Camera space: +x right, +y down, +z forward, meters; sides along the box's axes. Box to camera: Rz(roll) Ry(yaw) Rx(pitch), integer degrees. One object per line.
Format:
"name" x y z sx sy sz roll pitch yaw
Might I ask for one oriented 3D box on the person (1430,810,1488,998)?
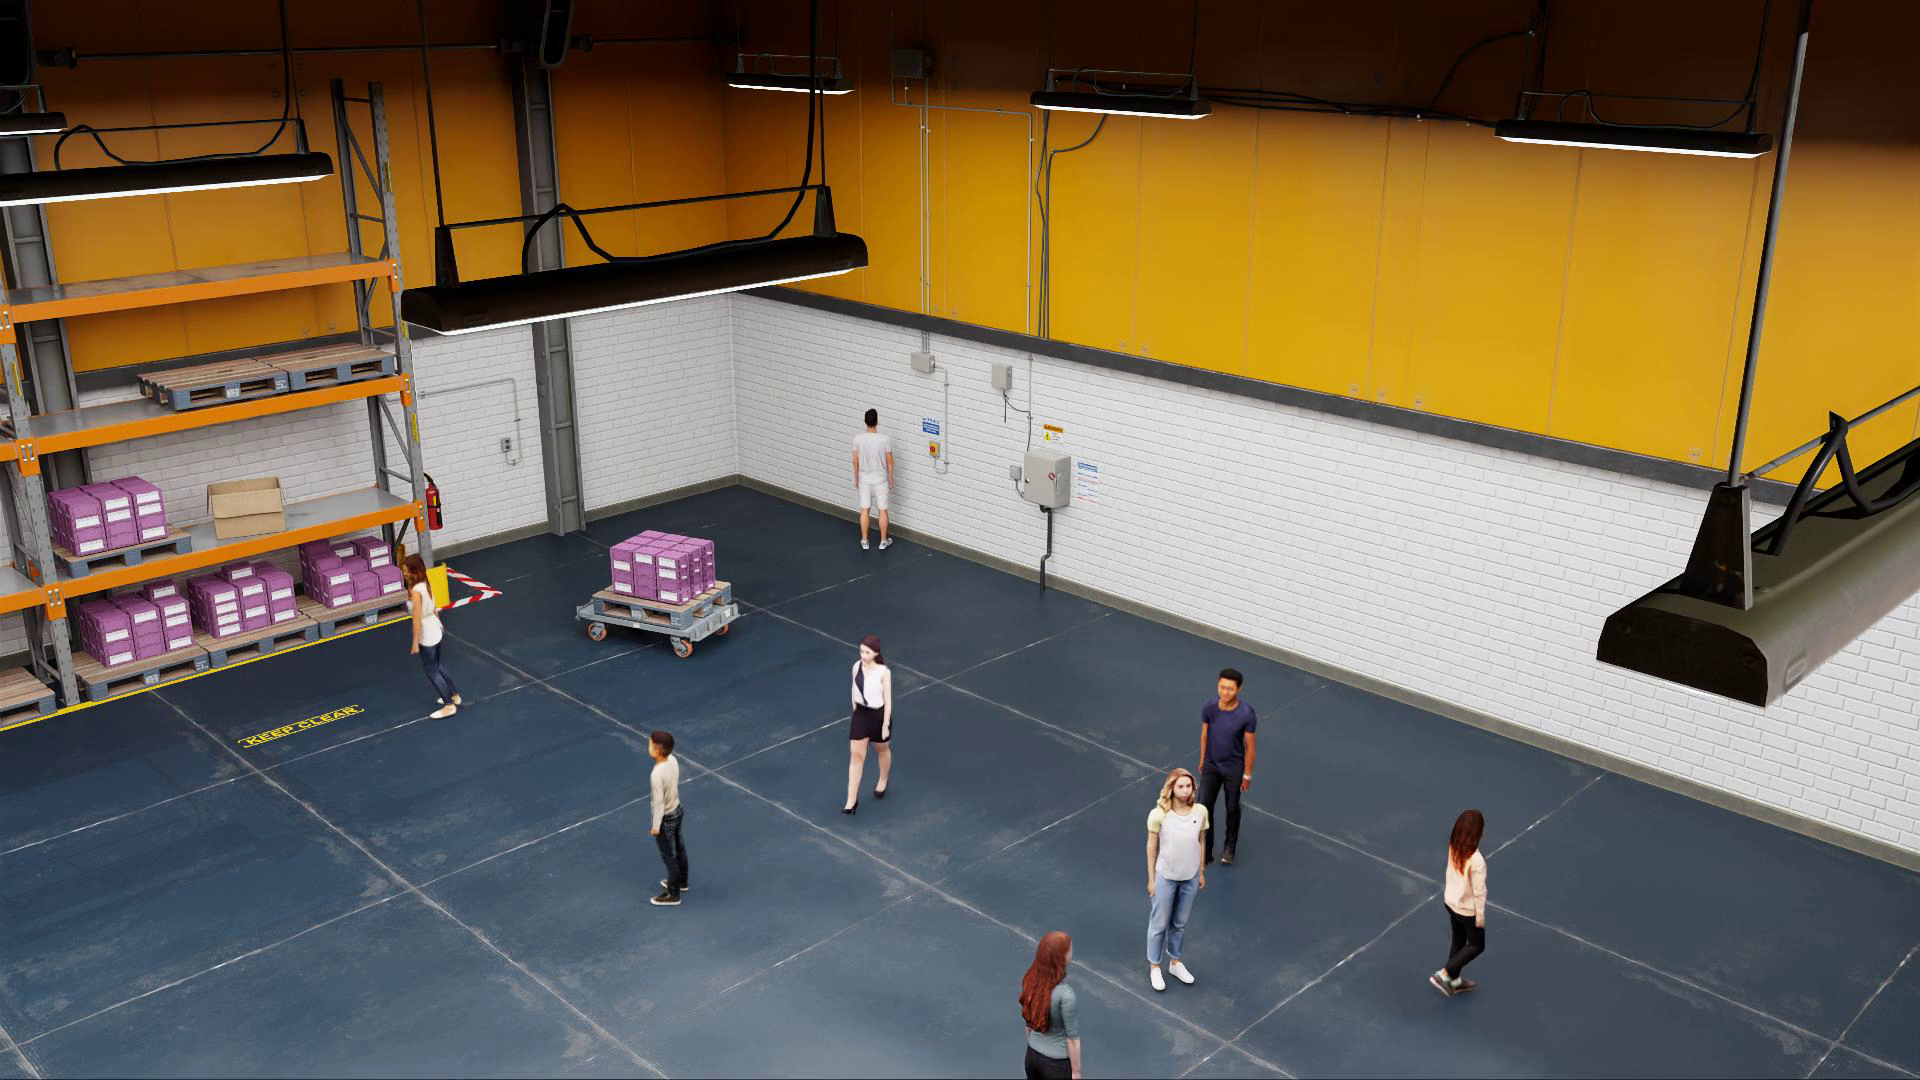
"person" 3.564 2.630 11.914 0.781 1.472 0.720 -5 19 -14

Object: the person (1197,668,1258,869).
"person" 2.234 1.847 13.767 0.785 1.773 0.876 10 21 28

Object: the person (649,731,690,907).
"person" -2.323 2.194 13.224 0.693 1.463 0.596 4 19 11

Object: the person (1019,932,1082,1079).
"person" 0.545 3.135 9.991 0.554 1.743 0.608 -14 23 -37

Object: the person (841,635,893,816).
"person" -0.734 1.591 14.775 0.836 1.614 1.097 8 20 22

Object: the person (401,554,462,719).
"person" -5.194 0.948 16.477 0.830 1.748 0.807 2 19 5

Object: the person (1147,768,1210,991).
"person" 1.561 2.438 12.091 0.639 1.722 0.767 -6 20 -17

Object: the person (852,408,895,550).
"person" -1.121 -0.789 21.465 0.760 1.856 0.806 1 19 3
